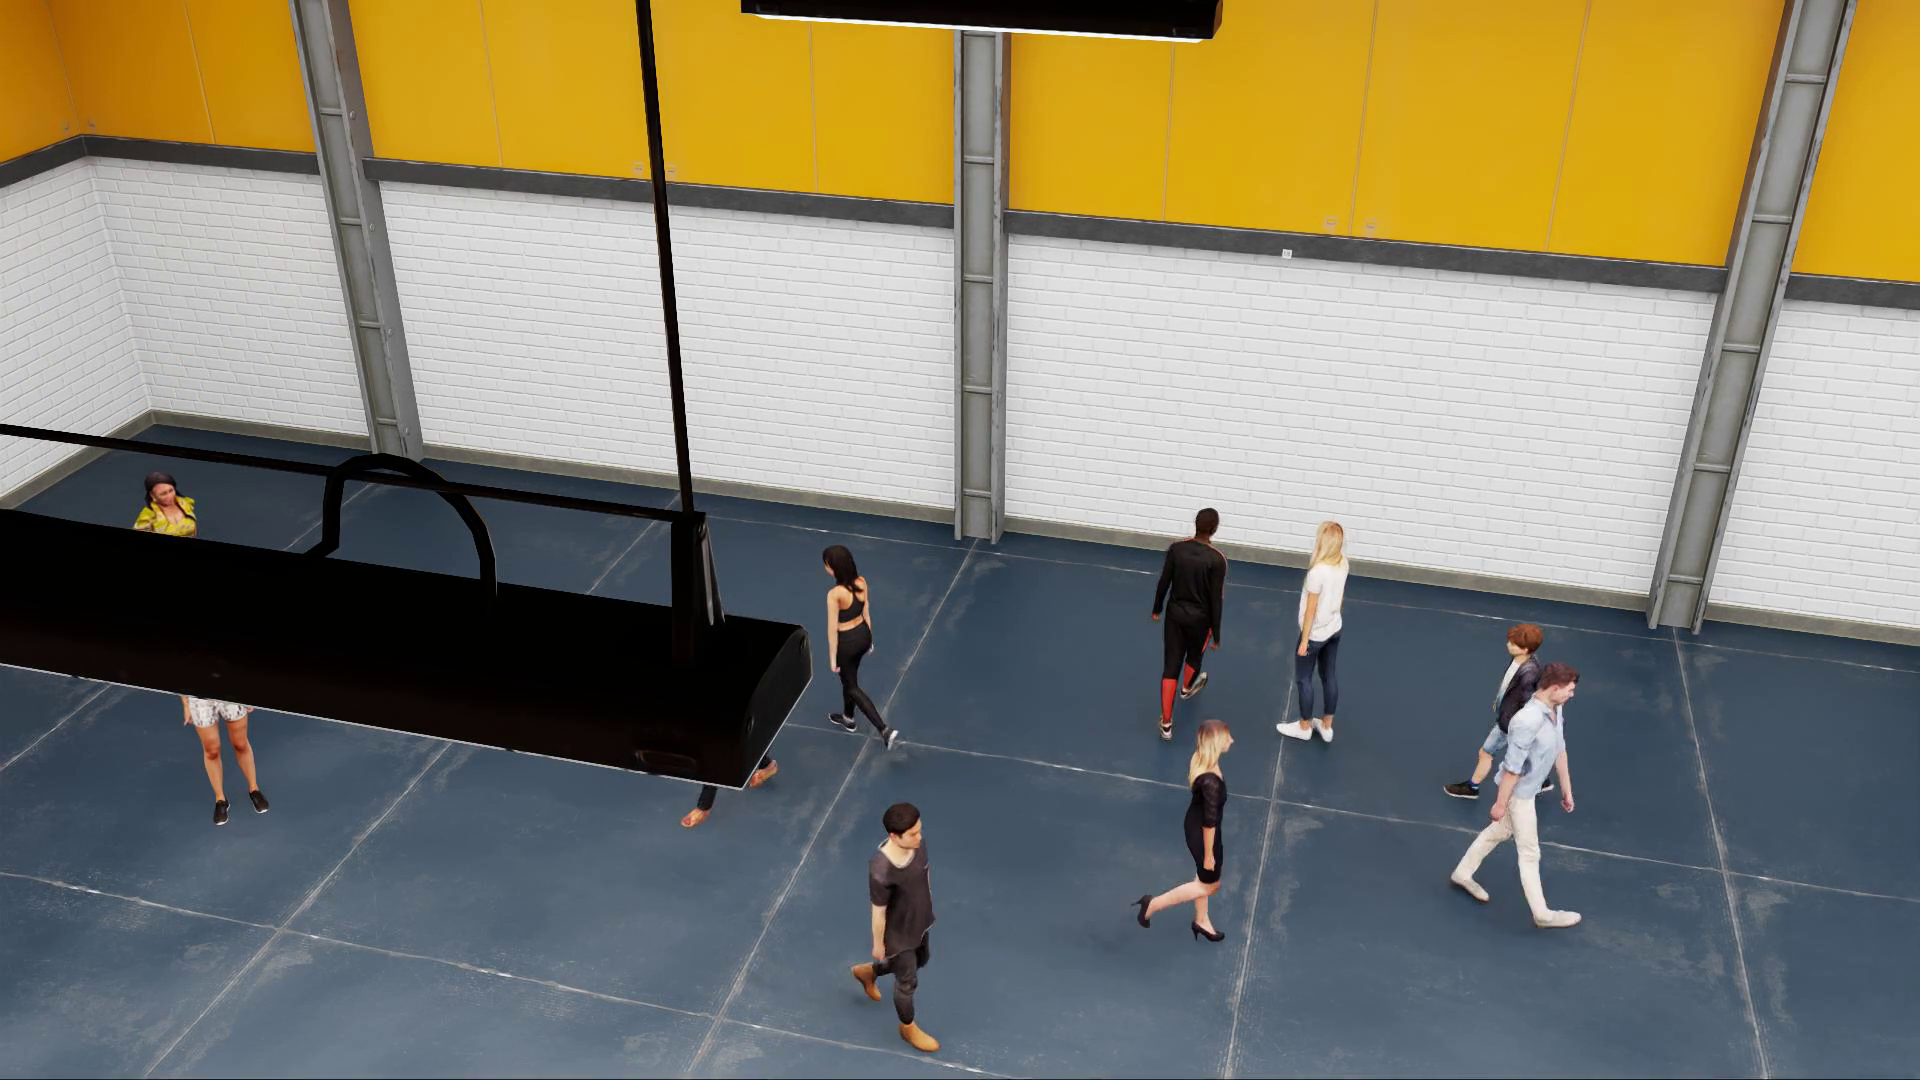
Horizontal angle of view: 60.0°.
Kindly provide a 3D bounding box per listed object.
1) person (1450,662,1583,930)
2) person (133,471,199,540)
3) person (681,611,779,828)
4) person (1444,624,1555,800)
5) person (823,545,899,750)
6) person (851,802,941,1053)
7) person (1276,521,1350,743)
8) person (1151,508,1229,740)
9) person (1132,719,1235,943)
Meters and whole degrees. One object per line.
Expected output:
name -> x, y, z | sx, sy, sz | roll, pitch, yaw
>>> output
person -> 3.459, 1.543, 10.499 | 1.180, 1.801, 0.914 | 22, 36, 35
person -> -6.243, 0.207, 13.167 | 1.321, 1.602, 0.963 | 16, 33, 27
person -> -1.552, 1.156, 11.412 | 1.134, 1.607, 1.140 | -21, 35, -34
person -> 3.874, 1.221, 11.490 | 0.986, 1.417, 0.602 | 5, 29, 8
person -> -0.723, 0.810, 12.039 | 1.088, 1.613, 0.858 | 24, 36, 36
person -> -0.384, 2.148, 9.498 | 0.954, 1.698, 0.745 | 15, 32, 25
person -> 2.634, 0.691, 12.059 | 0.738, 1.803, 0.768 | -23, 36, -35
person -> 1.662, 0.643, 12.191 | 1.079, 1.762, 0.919 | 11, 31, 20
person -> 1.406, 1.819, 10.140 | 0.873, 1.661, 0.660 | 1, 29, 2
